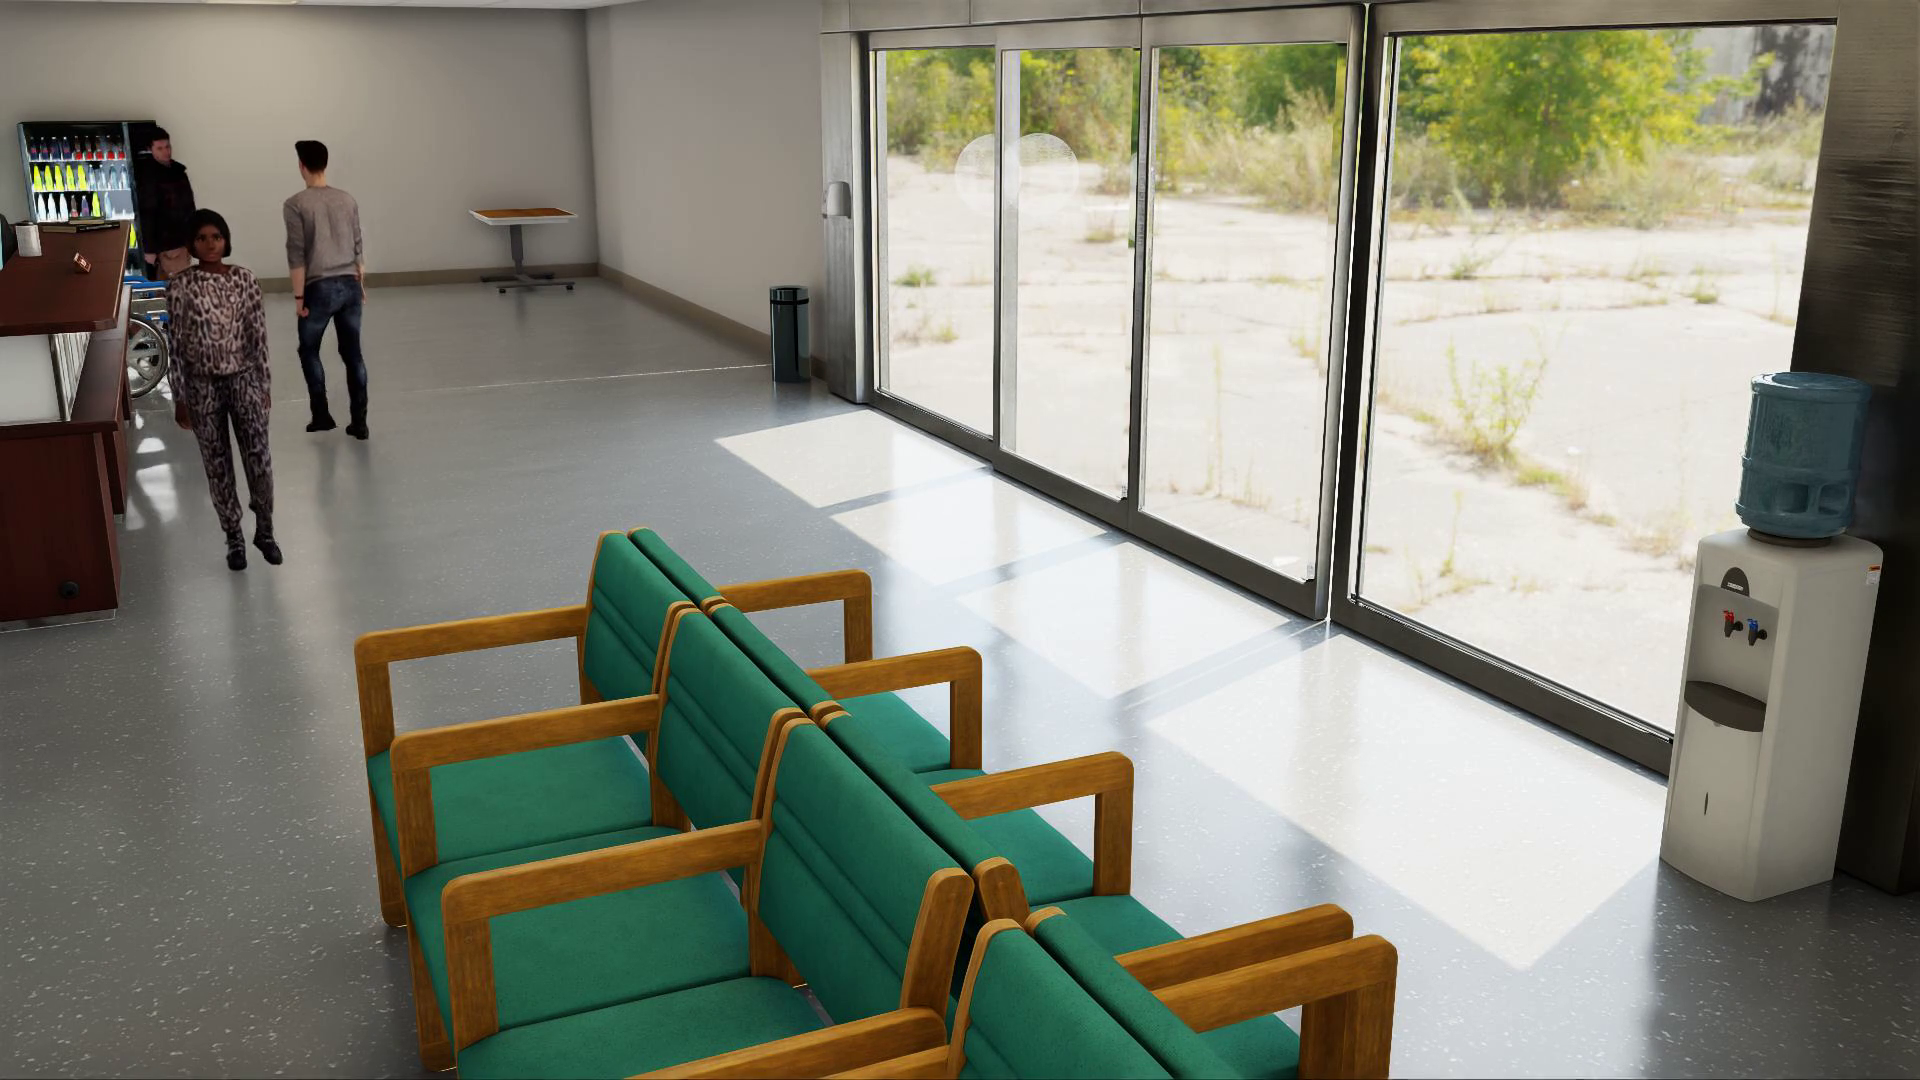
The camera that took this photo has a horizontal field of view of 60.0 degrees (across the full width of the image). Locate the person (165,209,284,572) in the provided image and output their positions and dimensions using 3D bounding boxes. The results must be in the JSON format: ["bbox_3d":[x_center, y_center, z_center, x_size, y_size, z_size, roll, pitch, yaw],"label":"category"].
[{"bbox_3d":[-3.491,-0.701,7.876,0.567,1.704,0.649,-6,17,-21],"label":"person"}]

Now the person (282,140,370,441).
[{"bbox_3d":[-3.962,-1.558,10.588,0.768,1.881,0.851,-12,20,-37],"label":"person"}]
